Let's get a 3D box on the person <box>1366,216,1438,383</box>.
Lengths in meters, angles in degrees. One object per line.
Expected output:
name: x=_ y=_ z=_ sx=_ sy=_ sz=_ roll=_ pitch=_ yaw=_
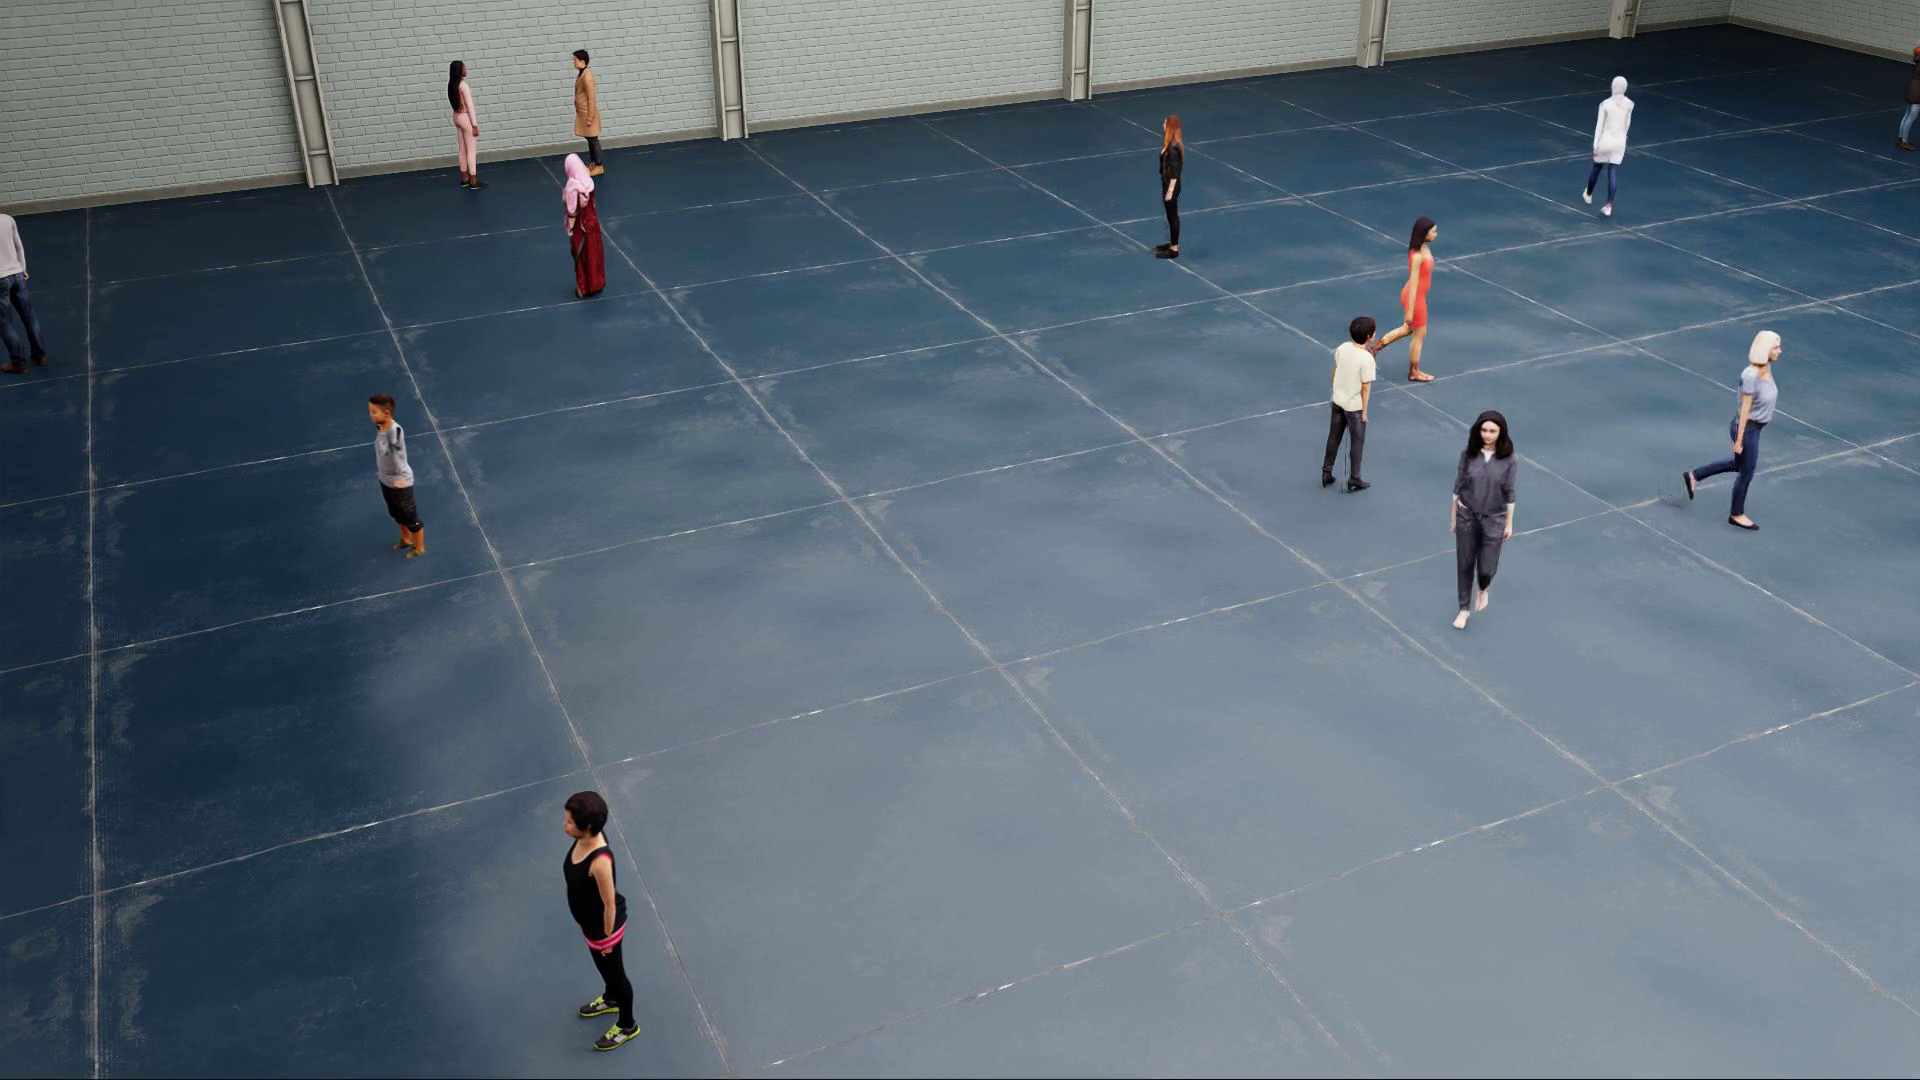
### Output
person: x=4.442 y=-2.387 z=16.582 sx=1.049 sy=1.699 sz=0.934 roll=7 pitch=29 yaw=12

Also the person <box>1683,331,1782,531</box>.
person: x=6.476 y=-0.939 z=13.859 sx=0.883 sy=1.704 sz=0.969 roll=22 pitch=35 yaw=35

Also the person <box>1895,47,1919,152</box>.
person: x=14.171 y=-6.620 z=24.598 sx=0.796 sy=1.636 sz=0.746 roll=8 pitch=29 yaw=14

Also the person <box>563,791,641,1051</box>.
person: x=-1.862 y=1.940 z=8.615 sx=0.490 sy=1.552 sz=0.529 roll=-12 pitch=30 yaw=-22

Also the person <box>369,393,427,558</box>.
person: x=-4.564 y=-0.567 z=13.427 sx=0.620 sy=1.453 sz=0.598 roll=25 pitch=37 yaw=38

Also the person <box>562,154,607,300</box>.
person: x=-4.276 y=-3.586 z=18.902 sx=0.821 sy=1.636 sz=0.740 roll=13 pitch=31 yaw=23

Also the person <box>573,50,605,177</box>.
person: x=-5.218 y=-6.009 z=23.356 sx=0.600 sy=1.726 sz=0.631 roll=-13 pitch=31 yaw=-22

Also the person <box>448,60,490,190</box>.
person: x=-6.780 y=-5.694 z=22.769 sx=0.636 sy=1.720 sz=0.684 roll=-24 pitch=37 yaw=-38

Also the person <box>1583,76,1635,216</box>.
person: x=8.474 y=-5.068 z=21.586 sx=1.166 sy=1.728 sz=1.065 roll=2 pitch=28 yaw=4

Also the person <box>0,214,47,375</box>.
person: x=-9.683 y=-2.639 z=16.830 sx=0.885 sy=1.911 sz=0.794 roll=14 pitch=31 yaw=24

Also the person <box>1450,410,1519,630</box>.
person: x=3.899 y=-0.188 z=12.401 sx=0.783 sy=1.748 sz=0.841 roll=12 pitch=30 yaw=22

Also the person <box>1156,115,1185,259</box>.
person: x=2.575 y=-4.284 z=20.132 sx=0.713 sy=1.710 sz=0.693 roll=4 pitch=28 yaw=7

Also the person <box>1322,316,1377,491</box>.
person: x=3.367 y=-1.172 z=14.427 sx=0.625 sy=1.581 sz=0.631 roll=-20 pitch=34 yaw=-32
